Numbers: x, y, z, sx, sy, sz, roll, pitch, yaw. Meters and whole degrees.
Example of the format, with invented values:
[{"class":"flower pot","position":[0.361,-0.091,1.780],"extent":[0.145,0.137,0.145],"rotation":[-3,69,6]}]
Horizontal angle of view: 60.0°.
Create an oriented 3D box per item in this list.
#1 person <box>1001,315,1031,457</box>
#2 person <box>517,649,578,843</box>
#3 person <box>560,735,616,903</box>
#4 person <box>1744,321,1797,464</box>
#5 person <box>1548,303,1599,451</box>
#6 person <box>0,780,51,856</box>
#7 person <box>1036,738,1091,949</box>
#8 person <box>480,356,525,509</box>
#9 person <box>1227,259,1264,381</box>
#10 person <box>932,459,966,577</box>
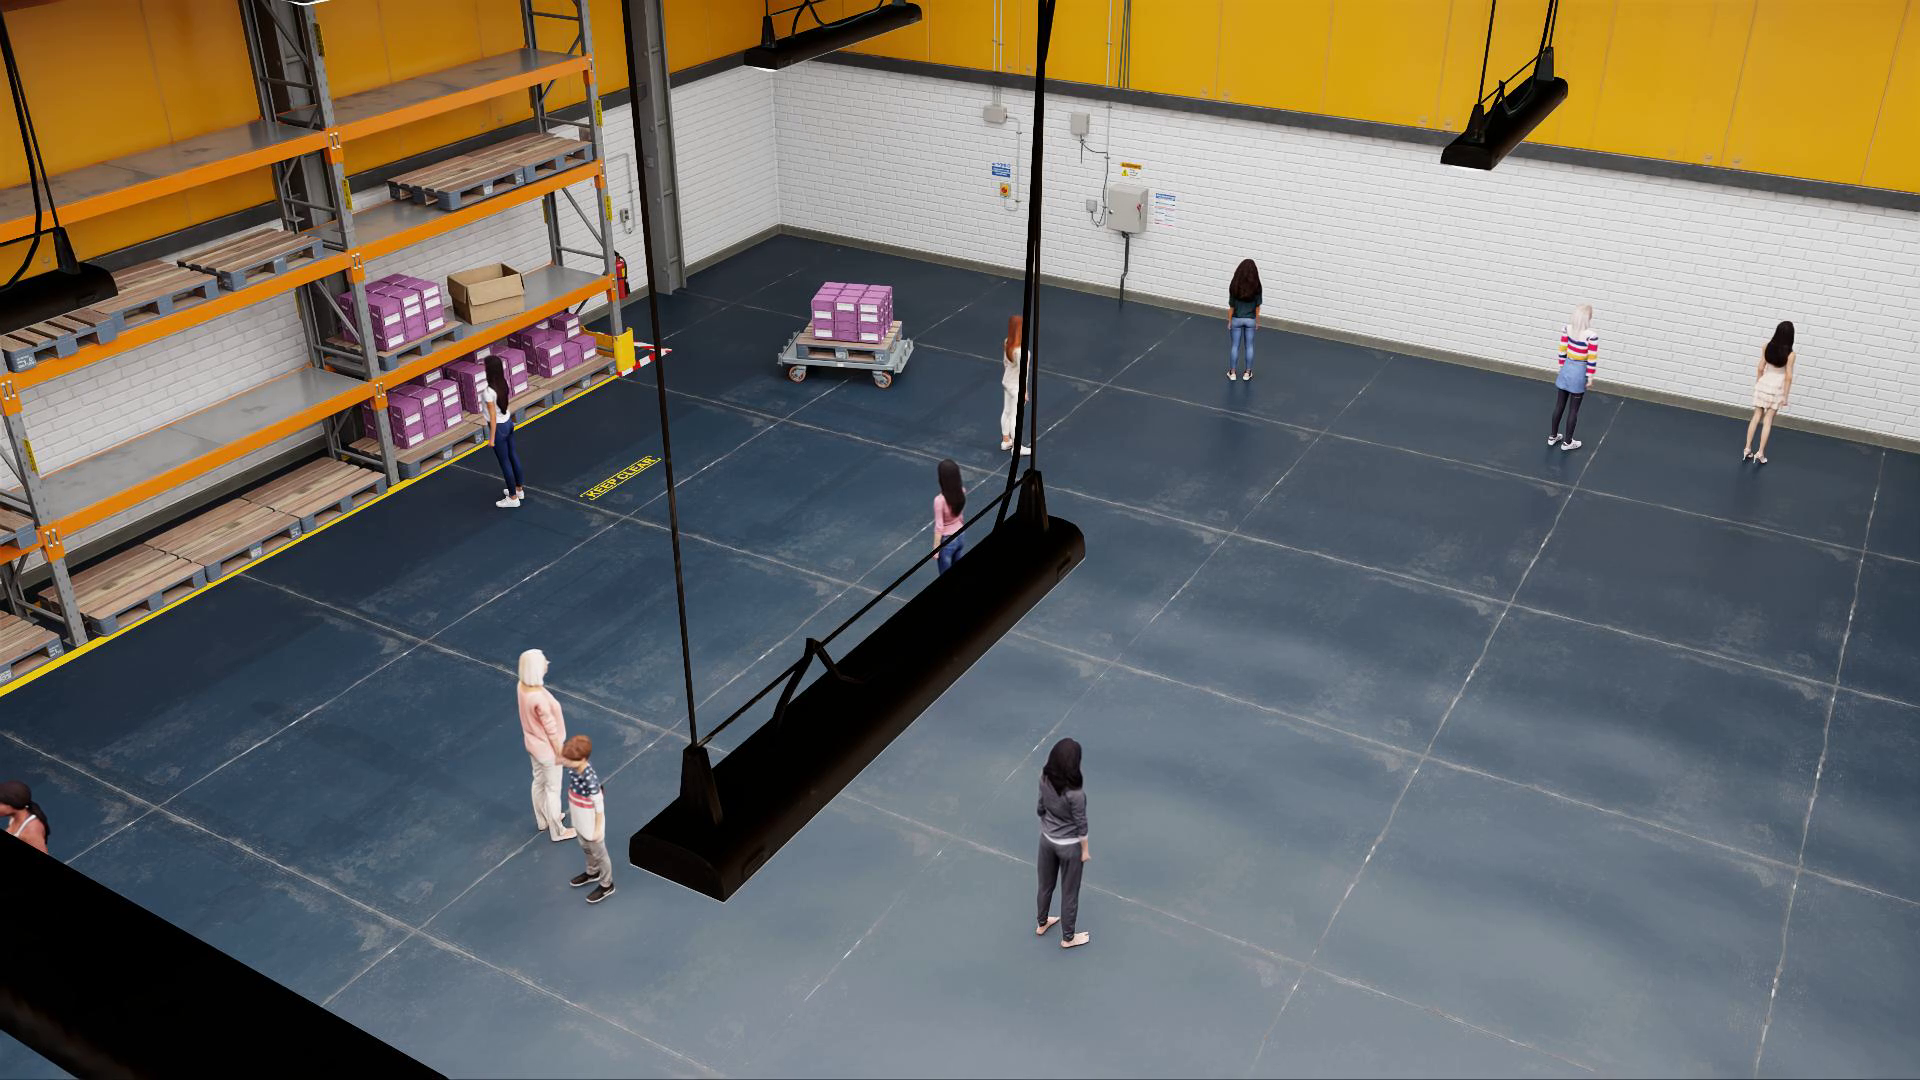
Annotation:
[{"class":"person","position":[0.634,-1.818,19.495],"extent":[0.734,1.713,0.699],"rotation":[-12,31,-20]},{"class":"person","position":[-3.308,1.614,13.192],"extent":[0.636,1.724,0.667],"rotation":[-22,36,-35]},{"class":"person","position":[-2.828,2.081,12.629],"extent":[0.561,1.444,0.571],"rotation":[-22,35,-34]},{"class":"person","position":[9.385,-1.715,19.285],"extent":[0.671,1.735,0.660],"rotation":[-17,33,-28]},{"class":"person","position":[7.244,-1.950,19.639],"extent":[0.685,1.808,0.724],"rotation":[-18,33,-30]},{"class":"person","position":[-6.433,2.404,11.713],"extent":[0.607,1.754,0.621],"rotation":[-22,36,-35]},{"class":"person","position":[0.736,2.196,12.083],"extent":[0.636,1.764,0.580],"rotation":[24,36,36]},{"class":"person","position":[-5.034,-1.206,18.310],"extent":[0.713,1.774,0.564],"rotation":[5,29,9]},{"class":"person","position":[3.665,-2.850,21.488],"extent":[0.690,1.617,0.713],"rotation":[3,29,6]},{"class":"person","position":[-0.105,0.014,16.107],"extent":[0.667,1.742,0.474],"rotation":[21,35,33]}]
